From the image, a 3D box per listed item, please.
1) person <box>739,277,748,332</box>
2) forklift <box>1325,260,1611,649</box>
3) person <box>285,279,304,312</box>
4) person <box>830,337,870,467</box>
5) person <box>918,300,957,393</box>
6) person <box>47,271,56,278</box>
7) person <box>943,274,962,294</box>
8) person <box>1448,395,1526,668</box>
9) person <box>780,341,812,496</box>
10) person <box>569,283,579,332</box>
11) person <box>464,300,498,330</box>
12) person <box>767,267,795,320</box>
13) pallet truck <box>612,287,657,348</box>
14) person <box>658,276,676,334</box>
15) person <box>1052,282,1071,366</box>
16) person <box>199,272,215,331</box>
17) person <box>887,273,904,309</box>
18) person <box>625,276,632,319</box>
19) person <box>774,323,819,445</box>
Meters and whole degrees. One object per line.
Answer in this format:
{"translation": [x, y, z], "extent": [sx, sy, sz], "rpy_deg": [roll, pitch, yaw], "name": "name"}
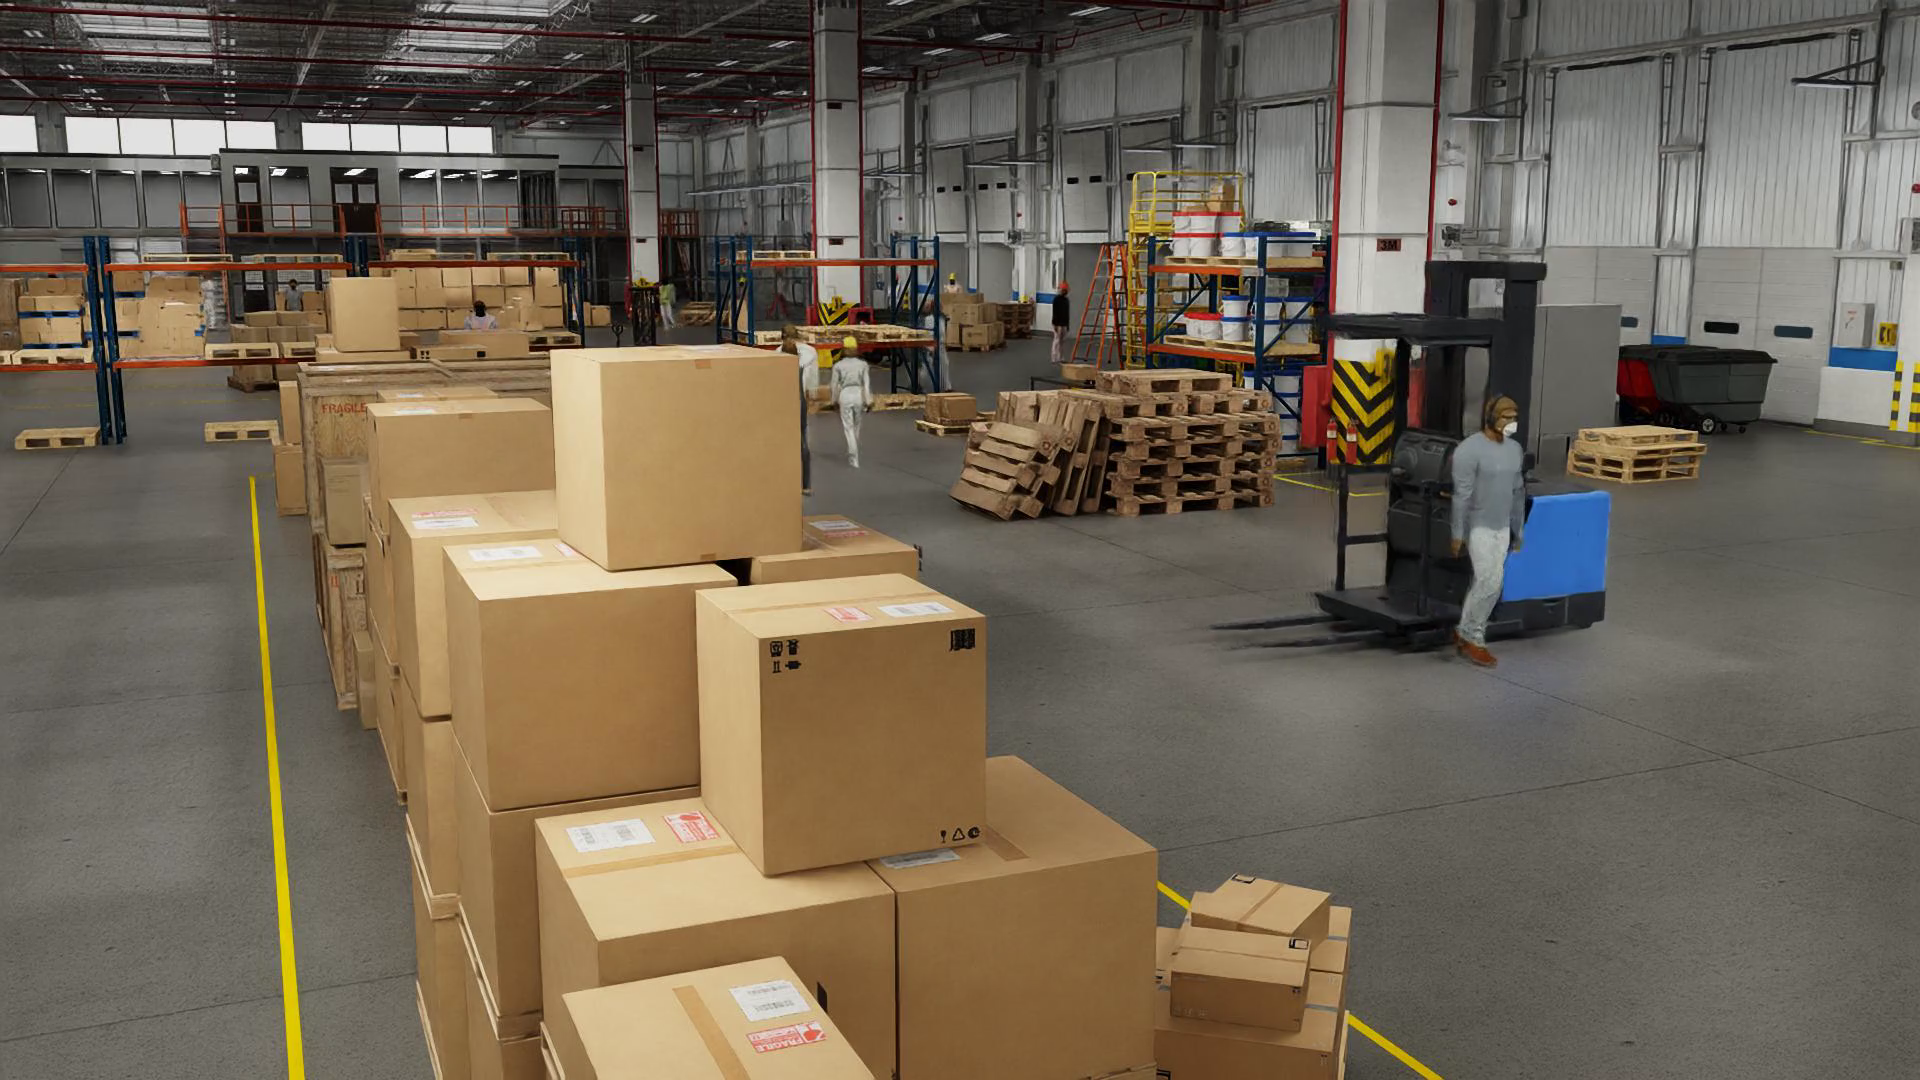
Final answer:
{"translation": [-6.900, -7.487, 53.015], "extent": [0.309, 1.772, 0.525], "rpy_deg": [-8, 13, -37], "name": "person"}
{"translation": [3.936, -0.721, 12.659], "extent": [1.873, 2.768, 1.129], "rpy_deg": [-4, 11, -23], "name": "forklift"}
{"translation": [-19.383, -6.692, 48.439], "extent": [0.529, 1.844, 0.767], "rpy_deg": [-2, 11, -13], "name": "person"}
{"translation": [-1.460, -1.834, 22.048], "extent": [0.503, 1.691, 0.897], "rpy_deg": [-3, 11, -18], "name": "person"}
{"translation": [-0.523, -3.710, 31.997], "extent": [0.881, 1.854, 0.583], "rpy_deg": [8, 13, 37], "name": "person"}
{"translation": [-28.040, -7.330, 51.449], "extent": [0.617, 2.026, 0.469], "rpy_deg": [-5, 12, -27], "name": "person"}
{"translation": [-0.224, -7.564, 53.159], "extent": [0.608, 1.882, 0.994], "rpy_deg": [1, 10, 4], "name": "person"}
{"translation": [3.721, -0.053, 11.616], "extent": [0.652, 1.918, 0.611], "rpy_deg": [-7, 12, -34], "name": "person"}
{"translation": [-2.025, -1.441, 19.607], "extent": [0.530, 1.796, 0.944], "rpy_deg": [-8, 13, -36], "name": "person"}
{"translation": [-11.521, -6.806, 49.457], "extent": [0.317, 1.695, 0.540], "rpy_deg": [0, 10, 1], "name": "person"}
{"translation": [-8.995, -3.583, 31.295], "extent": [0.630, 1.842, 0.429], "rpy_deg": [-3, 11, -16], "name": "person"}
{"translation": [-6.661, -9.078, 61.331], "extent": [1.055, 1.940, 0.644], "rpy_deg": [0, 10, 1], "name": "person"}
{"translation": [-6.464, -4.406, 35.401], "extent": [0.823, 1.965, 1.885], "rpy_deg": [6, 12, 32], "name": "pallet truck"}
{"translation": [-9.263, -7.415, 52.455], "extent": [0.648, 1.829, 0.433], "rpy_deg": [6, 12, 31], "name": "person"}
{"translation": [2.419, -5.104, 39.326], "extent": [0.438, 1.983, 0.625], "rpy_deg": [9, 13, 39], "name": "person"}
{"translation": [-24.375, -7.696, 53.773], "extent": [0.622, 1.916, 0.495], "rpy_deg": [8, 13, 36], "name": "person"}
{"translation": [-1.987, -7.202, 50.995], "extent": [0.543, 1.932, 0.365], "rpy_deg": [4, 11, 21], "name": "person"}
{"translation": [-12.133, -9.141, 61.636], "extent": [0.615, 1.945, 0.404], "rpy_deg": [2, 10, 10], "name": "person"}
{"translation": [-2.159, -1.846, 21.521], "extent": [0.656, 1.910, 0.640], "rpy_deg": [-3, 11, -17], "name": "person"}
